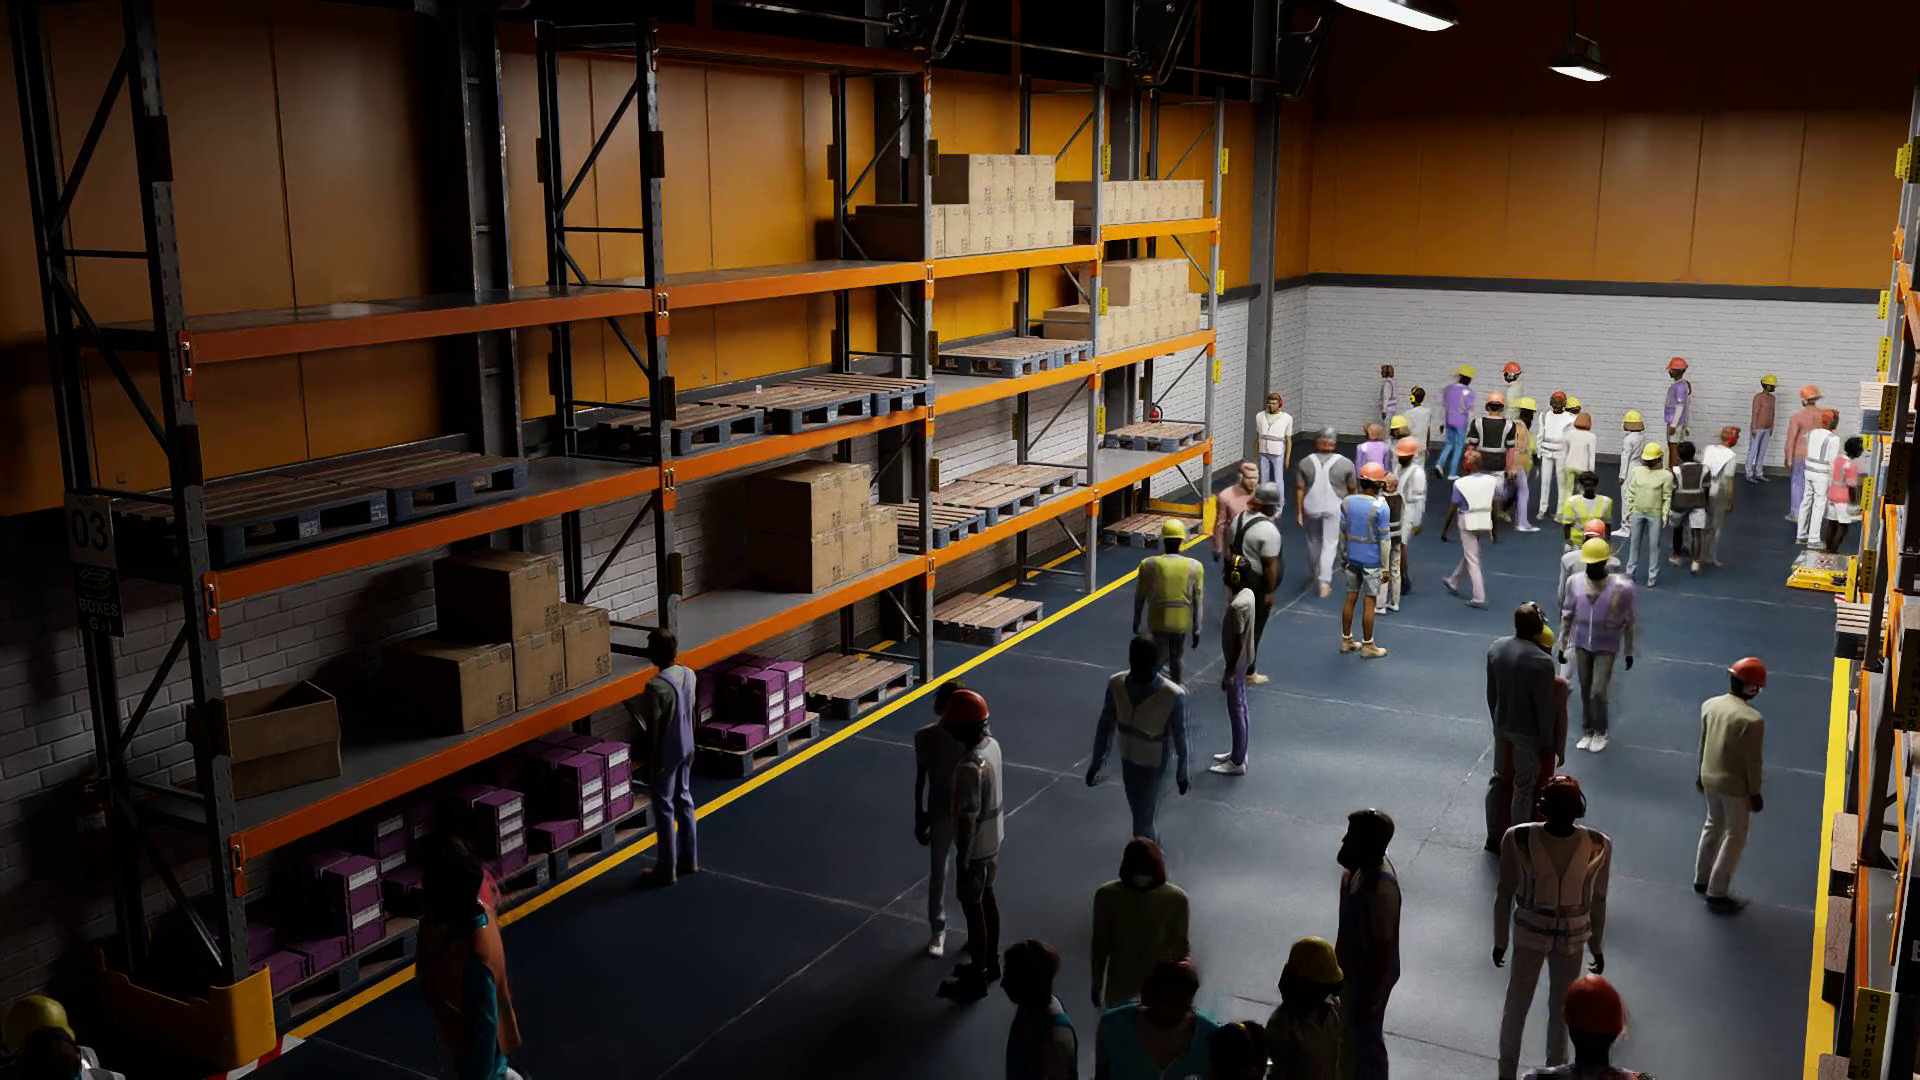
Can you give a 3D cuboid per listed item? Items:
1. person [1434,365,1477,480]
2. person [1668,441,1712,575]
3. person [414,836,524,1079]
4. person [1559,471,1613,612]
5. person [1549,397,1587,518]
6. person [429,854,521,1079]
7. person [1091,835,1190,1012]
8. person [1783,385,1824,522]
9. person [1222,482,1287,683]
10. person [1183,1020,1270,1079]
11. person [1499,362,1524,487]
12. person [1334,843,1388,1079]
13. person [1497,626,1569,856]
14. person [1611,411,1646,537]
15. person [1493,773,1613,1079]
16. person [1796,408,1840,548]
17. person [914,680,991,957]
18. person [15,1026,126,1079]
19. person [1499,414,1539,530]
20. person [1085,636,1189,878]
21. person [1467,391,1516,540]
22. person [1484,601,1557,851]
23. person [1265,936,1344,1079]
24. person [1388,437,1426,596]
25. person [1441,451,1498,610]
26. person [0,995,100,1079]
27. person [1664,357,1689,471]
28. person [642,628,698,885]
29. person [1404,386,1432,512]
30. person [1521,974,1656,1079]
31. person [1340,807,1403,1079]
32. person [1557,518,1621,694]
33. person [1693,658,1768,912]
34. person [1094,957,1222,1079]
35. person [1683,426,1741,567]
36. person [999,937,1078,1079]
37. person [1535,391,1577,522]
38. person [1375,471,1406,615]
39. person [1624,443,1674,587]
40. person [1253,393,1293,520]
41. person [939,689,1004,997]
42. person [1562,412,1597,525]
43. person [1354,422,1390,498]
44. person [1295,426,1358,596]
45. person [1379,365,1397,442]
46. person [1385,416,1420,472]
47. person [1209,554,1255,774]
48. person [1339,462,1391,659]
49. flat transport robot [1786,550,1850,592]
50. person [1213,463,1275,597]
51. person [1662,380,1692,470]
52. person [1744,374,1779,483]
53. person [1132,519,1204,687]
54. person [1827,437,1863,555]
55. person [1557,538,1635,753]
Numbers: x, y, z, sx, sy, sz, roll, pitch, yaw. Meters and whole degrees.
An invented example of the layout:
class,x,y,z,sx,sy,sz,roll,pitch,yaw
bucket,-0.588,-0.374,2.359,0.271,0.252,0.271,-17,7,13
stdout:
class,x,y,z,sx,sy,sz,roll,pitch,yaw
person,8.066,-1.882,26.878,0.436,1.894,0.610,-9,15,-34
person,9.143,-0.417,20.861,0.539,1.649,0.869,3,13,13
person,-2.435,2.302,8.323,0.538,1.814,0.663,-4,13,-18
person,7.061,0.036,18.764,0.551,1.680,0.335,2,13,9
person,8.797,-1.183,24.027,0.522,1.769,0.311,-5,13,-20
person,-2.260,2.368,7.781,0.392,1.920,0.589,-5,14,-21
person,0.935,2.312,8.681,0.509,1.632,0.276,1,13,4
person,12.075,-1.219,23.709,0.638,1.973,0.507,-1,13,-4
person,2.928,0.393,16.349,0.538,2.000,0.728,-5,13,-19
person,1.087,2.709,6.471,0.945,1.816,0.557,-5,13,-20
person,8.733,-1.836,26.430,0.378,1.996,0.611,8,15,31
person,2.107,2.289,8.777,0.287,1.635,0.500,1,13,5
person,4.163,1.480,12.121,0.523,1.760,0.324,10,16,38
person,9.218,-0.917,22.905,0.484,1.737,0.322,-11,17,-40
person,3.144,2.140,8.879,0.584,1.882,0.337,2,13,8
person,11.458,-0.819,22.164,0.353,1.878,0.568,-3,13,-11
person,-0.035,1.774,10.603,0.511,1.857,0.358,-1,13,-2
person,-3.429,2.721,6.397,0.622,1.837,0.430,-12,17,-43
person,7.900,-0.994,23.454,0.542,1.641,0.887,-4,13,-18
person,1.195,1.575,11.406,0.596,1.879,0.887,11,17,40
person,7.228,-1.013,22.676,0.611,2.032,0.411,3,13,15
person,4.087,1.390,12.120,0.372,1.939,0.632,-6,14,-24
person,1.521,2.558,7.330,0.295,1.744,0.491,12,17,43
person,5.202,-0.287,19.677,0.437,1.921,0.617,-3,13,-14
person,5.885,-0.148,19.327,0.592,1.791,0.988,-5,14,-23
person,-3.635,2.666,6.667,0.403,1.825,0.593,6,14,25
person,11.445,-1.919,26.692,0.367,2.046,0.608,4,13,16
person,-2.055,1.519,11.779,0.348,1.836,0.517,6,14,26
person,6.668,-1.316,24.388,0.514,1.872,0.332,-7,14,-28
person,2.479,2.621,6.675,0.584,1.902,0.856,2,13,8
person,2.070,2.242,8.512,0.343,1.847,0.506,2,13,8
person,5.988,0.656,15.849,0.569,1.743,0.351,9,15,35
person,5.259,1.655,11.405,0.486,1.726,0.638,-2,13,-11
person,0.816,2.612,6.978,0.595,1.791,0.928,1,13,5
person,9.562,-0.552,21.083,0.484,1.818,0.626,-3,13,-13
person,0.337,2.559,7.121,0.355,1.838,0.519,-2,13,-9
person,8.541,-1.203,23.869,0.575,1.880,0.351,11,16,40
person,4.835,0.034,18.862,0.523,1.638,0.310,-9,15,-34
person,8.321,-0.310,20.137,0.524,1.759,0.328,11,17,40
person,4.524,-1.221,24.046,0.560,1.836,0.394,8,15,33
person,0.065,1.838,10.139,0.384,1.929,0.543,4,13,17
person,8.804,-1.018,23.622,0.527,1.607,0.602,12,17,44
person,5.614,-0.781,22.568,0.515,1.619,0.589,-4,13,-16
person,4.402,-0.404,19.918,0.698,2.000,1.016,6,14,26
person,7.489,-2.257,29.148,0.318,1.631,0.514,5,13,20
person,6.006,-0.849,22.633,0.503,1.711,0.499,12,17,42
person,2.283,1.033,13.870,0.329,1.873,0.515,4,13,18
person,4.205,0.204,17.197,0.391,2.039,0.615,-10,16,-36
flat transport robot,10.622,0.373,20.435,0.652,0.197,1.431,8,15,32
person,3.121,0.108,18.022,0.660,1.867,0.873,-2,13,-10
person,11.682,-1.794,27.058,0.504,1.632,0.270,-7,15,-30
person,12.942,-1.797,26.797,0.525,1.761,0.339,-7,14,-29
person,1.882,0.736,15.182,0.599,1.881,0.955,-1,13,-5
person,11.200,-0.489,21.155,0.387,1.668,0.573,1,13,5
person,5.470,0.906,14.349,0.494,1.902,0.615,-12,18,-44
